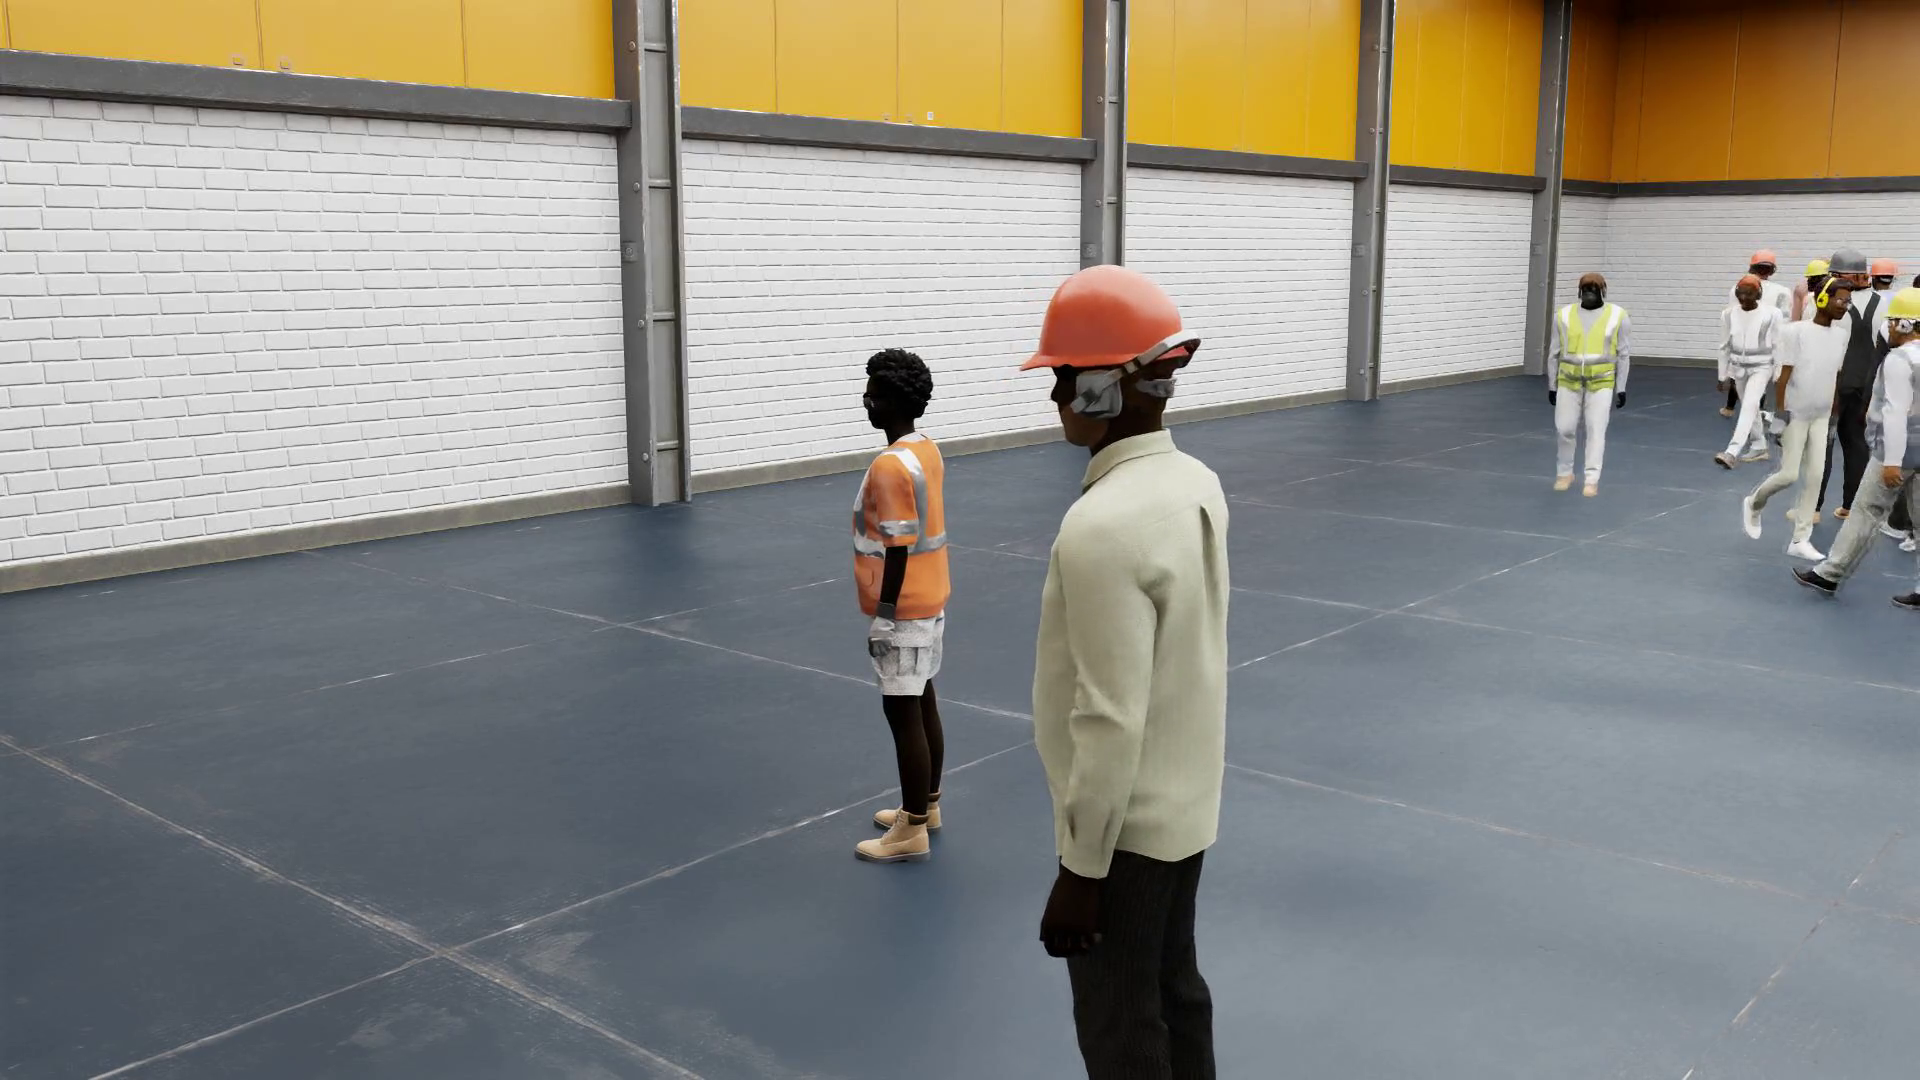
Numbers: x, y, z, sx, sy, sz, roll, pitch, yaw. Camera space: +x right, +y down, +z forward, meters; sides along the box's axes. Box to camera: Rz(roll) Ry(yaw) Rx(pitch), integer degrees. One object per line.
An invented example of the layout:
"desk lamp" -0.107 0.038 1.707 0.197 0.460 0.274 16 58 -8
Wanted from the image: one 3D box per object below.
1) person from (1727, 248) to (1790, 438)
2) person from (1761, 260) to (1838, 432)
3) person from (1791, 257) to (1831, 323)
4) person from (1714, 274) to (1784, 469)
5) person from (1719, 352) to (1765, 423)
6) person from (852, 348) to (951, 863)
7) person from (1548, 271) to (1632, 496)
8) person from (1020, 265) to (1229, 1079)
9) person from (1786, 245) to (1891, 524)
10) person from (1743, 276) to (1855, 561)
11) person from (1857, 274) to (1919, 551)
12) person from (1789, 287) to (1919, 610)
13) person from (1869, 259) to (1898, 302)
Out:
"person" 8.376 -2.046 17.482 0.620 2.021 0.725 1 10 4
"person" 9.454 -2.153 18.494 0.603 1.880 0.947 -4 11 -23
"person" 11.122 -2.698 21.538 0.641 1.904 0.401 8 13 39
"person" 7.317 -1.557 15.428 1.152 1.785 0.590 -7 12 -36
"person" 9.197 -2.191 19.364 0.546 1.644 0.886 0 10 2
"person" -0.197 0.217 5.522 0.315 1.695 0.541 2 10 11
"person" 5.161 -1.282 13.689 0.636 1.847 0.442 6 12 30
"person" 0.293 0.500 3.071 0.400 1.989 0.623 4 11 24
"person" 6.449 -1.139 12.268 0.683 2.000 0.538 -1 10 -6
"person" 5.529 -0.810 10.974 0.557 1.839 0.657 -2 10 -12
"person" 6.487 -0.877 11.298 0.589 1.872 0.985 1 10 5
"person" 5.228 -0.518 9.406 0.624 1.795 0.887 -6 12 -30
"person" 9.169 -1.867 16.784 0.570 1.905 0.875 -1 10 -5
